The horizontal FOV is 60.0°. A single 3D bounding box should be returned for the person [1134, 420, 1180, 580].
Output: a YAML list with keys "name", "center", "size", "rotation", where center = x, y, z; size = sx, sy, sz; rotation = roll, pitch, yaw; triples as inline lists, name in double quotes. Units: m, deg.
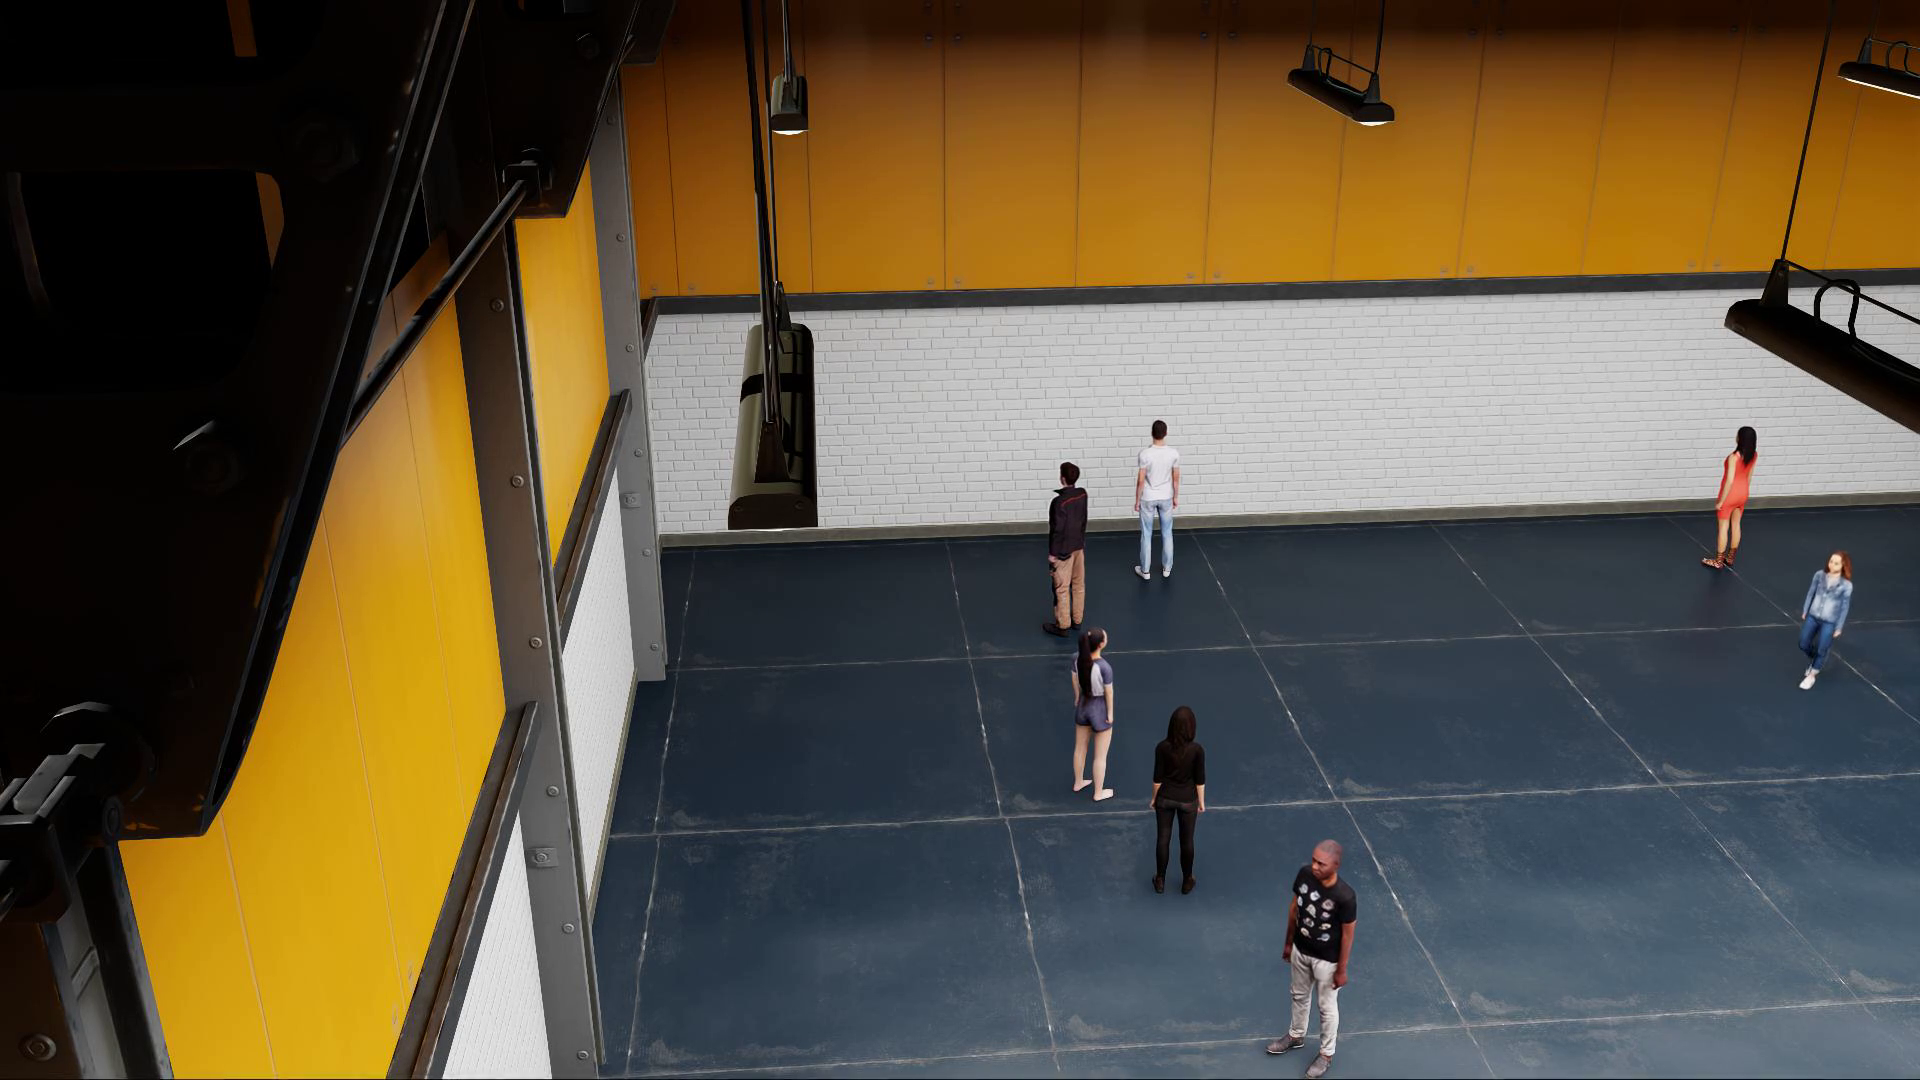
- name: "person"
  center: [2.216, -0.459, 18.790]
  size: [0.675, 1.850, 0.564]
  rotation: [-4, 24, -10]

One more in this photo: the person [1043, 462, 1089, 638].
- name: "person"
  center: [1.128, 0.090, 17.443]
  size: [0.830, 1.924, 0.791]
  rotation: [22, 32, 40]

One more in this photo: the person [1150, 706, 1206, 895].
- name: "person"
  center: [1.729, 2.073, 13.259]
  size: [0.635, 1.641, 0.588]
  rotation: [4, 24, 9]

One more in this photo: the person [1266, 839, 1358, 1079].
- name: "person"
  center: [2.450, 2.817, 11.352]
  size: [0.824, 1.805, 0.729]
  rotation: [-19, 30, -37]

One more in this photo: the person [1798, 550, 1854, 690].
- name: "person"
  center: [8.588, 0.766, 16.461]
  size: [0.769, 1.471, 0.695]
  rotation: [-17, 29, -33]

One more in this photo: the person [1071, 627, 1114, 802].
- name: "person"
  center: [1.162, 1.508, 14.541]
  size: [0.658, 1.651, 0.727]
  rotation: [20, 31, 38]

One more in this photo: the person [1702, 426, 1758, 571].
- name: "person"
  center: [8.850, -0.491, 19.028]
  size: [0.661, 1.719, 0.635]
  rotation: [-11, 26, -24]
